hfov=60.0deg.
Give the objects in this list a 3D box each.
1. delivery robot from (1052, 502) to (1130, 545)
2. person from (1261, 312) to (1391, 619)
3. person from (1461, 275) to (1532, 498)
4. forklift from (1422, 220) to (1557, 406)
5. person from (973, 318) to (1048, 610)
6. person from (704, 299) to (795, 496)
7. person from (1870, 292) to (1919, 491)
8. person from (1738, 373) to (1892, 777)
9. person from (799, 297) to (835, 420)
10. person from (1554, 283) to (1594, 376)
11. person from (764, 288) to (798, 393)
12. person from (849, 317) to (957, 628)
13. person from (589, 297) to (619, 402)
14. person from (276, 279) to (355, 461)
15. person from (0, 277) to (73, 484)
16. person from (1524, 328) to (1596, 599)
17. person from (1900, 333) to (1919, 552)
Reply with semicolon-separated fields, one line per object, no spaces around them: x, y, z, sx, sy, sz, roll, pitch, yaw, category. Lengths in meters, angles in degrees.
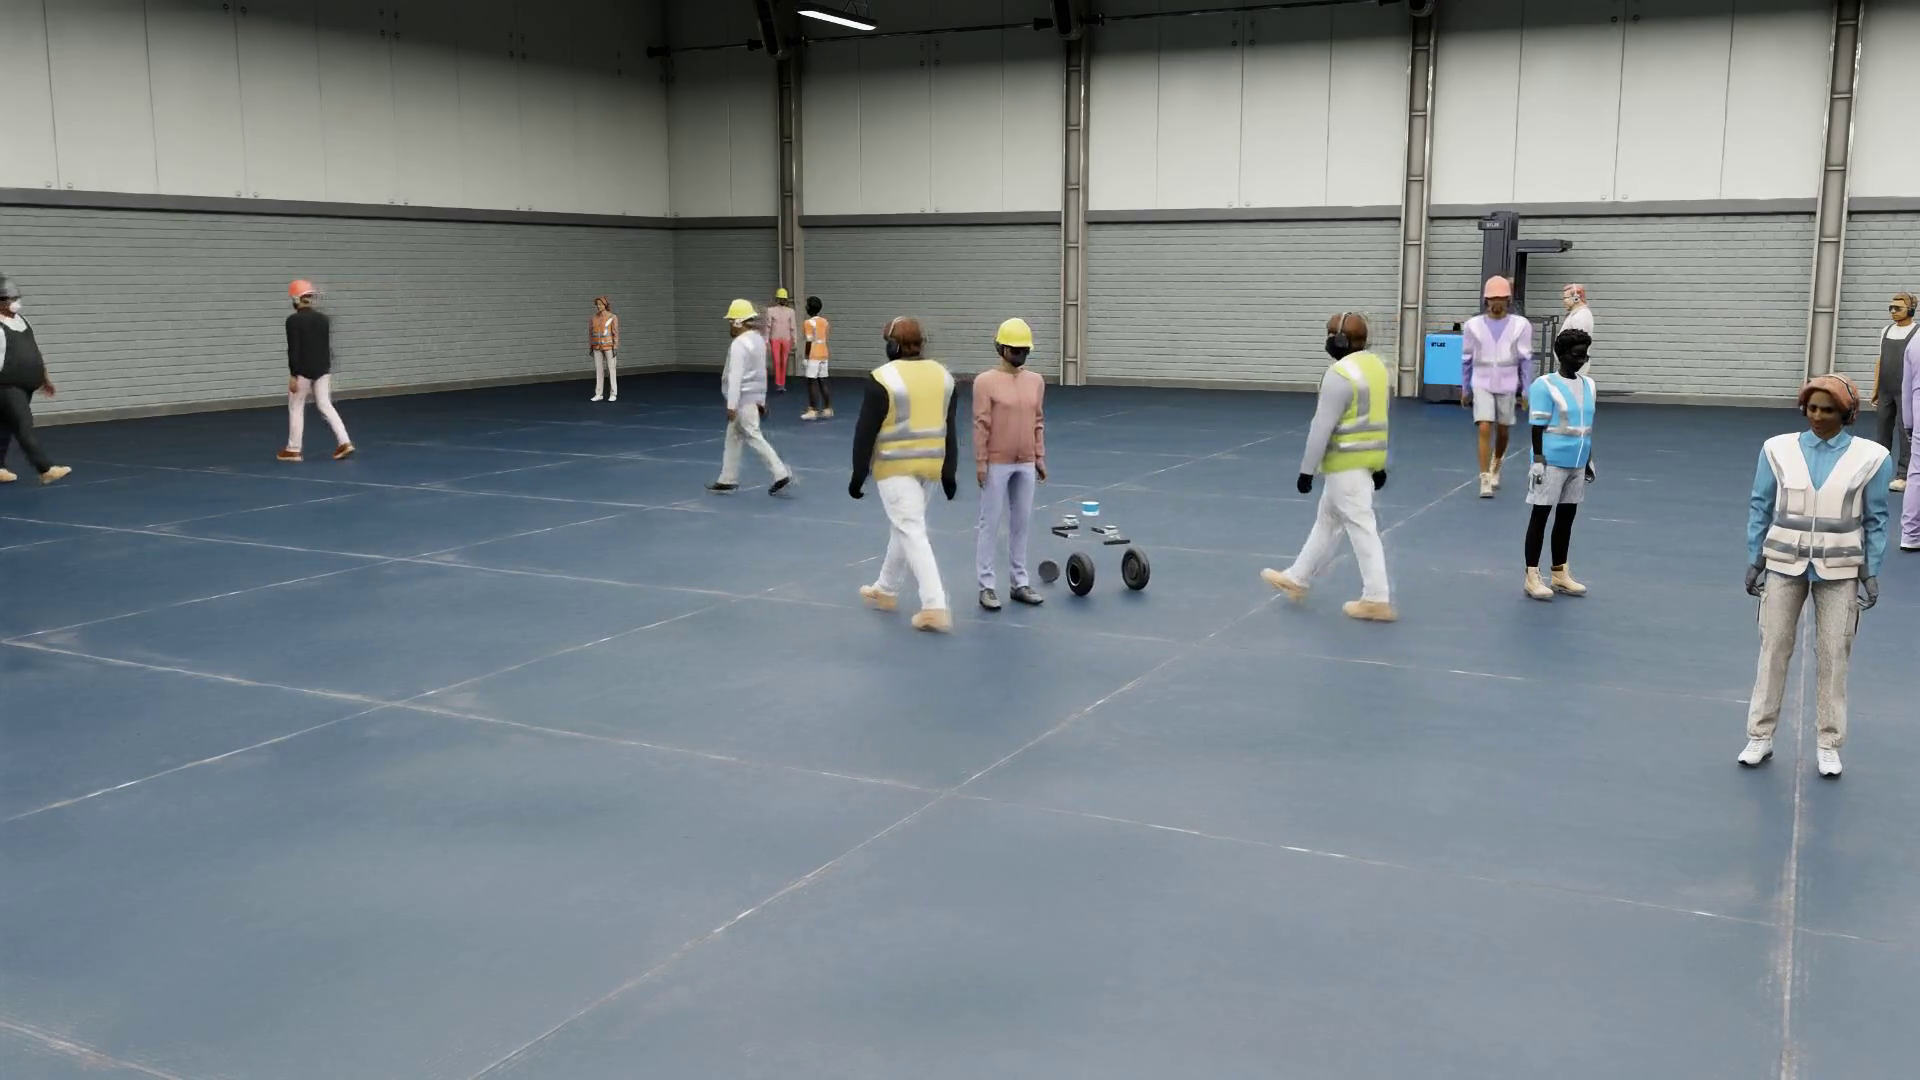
0.852;-0.132;10.843;0.335;0.223;0.698;-4;10;-25;delivery robot
2.216;-0.454;9.956;0.934;1.795;0.664;7;11;35;person
4.938;-1.431;15.354;0.617;2.012;0.940;3;10;15;person
8.245;-3.527;25.720;1.873;2.768;1.129;5;10;27;forklift
0.314;-0.467;10.163;0.540;1.764;0.330;-6;11;-33;person
-1.909;-1.297;15.173;0.902;1.799;0.602;2;9;11;person
8.796;-1.394;15.615;0.345;1.847;0.504;-4;10;-22;person
3.490;0.137;6.808;0.514;1.639;0.311;6;11;32;person
-1.996;-2.503;22.986;0.478;1.705;0.564;4;10;25;person
6.853;-1.911;18.626;0.407;1.905;0.639;3;10;20;person
-2.987;-3.343;27.944;0.562;1.742;0.721;-4;10;-23;person
-0.333;-0.406;9.744;0.631;1.785;0.993;-8;12;-42;person
-5.595;-2.997;26.131;0.514;1.641;0.309;3;10;18;person
-7.034;-1.839;18.029;0.766;1.987;0.636;4;10;21;person
-9.098;-1.541;16.051;1.010;2.000;0.694;1;9;4;person
3.789;-0.484;10.473;0.532;1.692;0.320;-5;10;-28;person
7.128;-0.840;12.009;0.401;1.907;0.646;-3;10;-17;person
